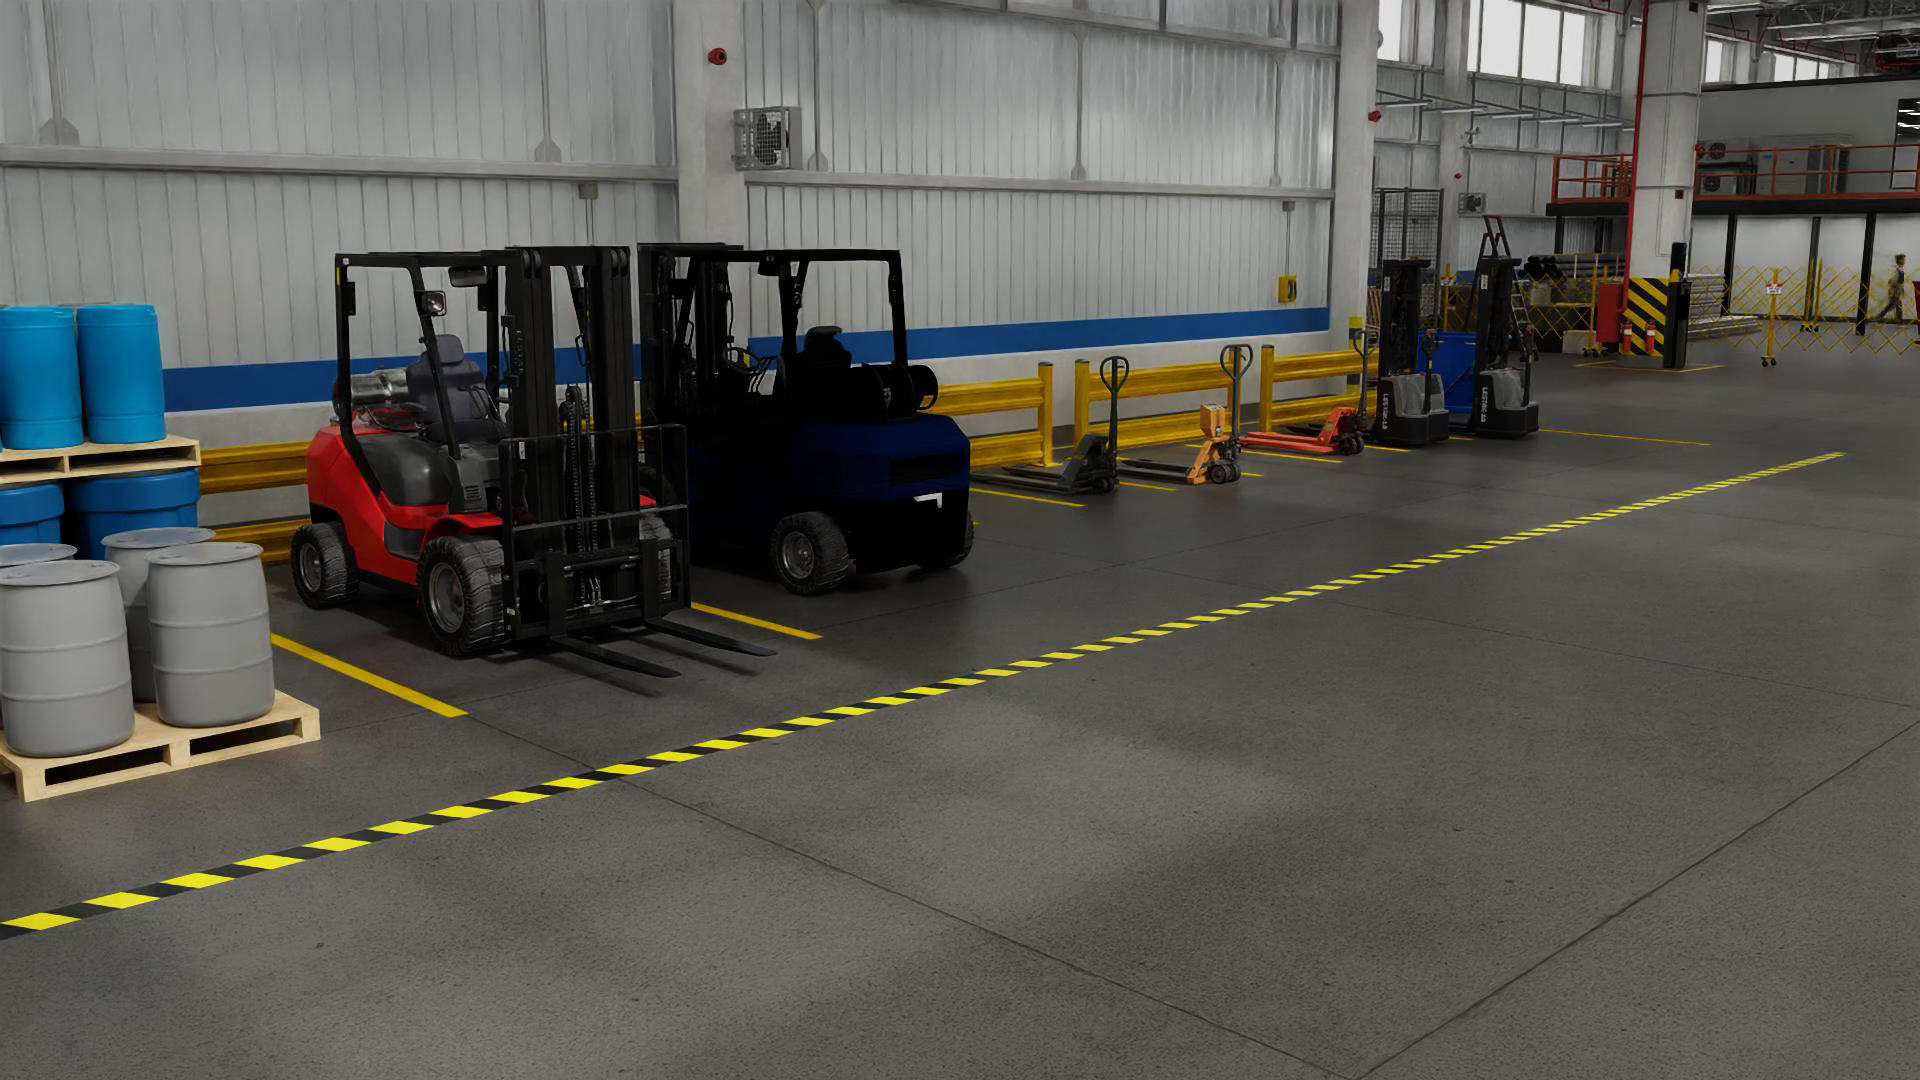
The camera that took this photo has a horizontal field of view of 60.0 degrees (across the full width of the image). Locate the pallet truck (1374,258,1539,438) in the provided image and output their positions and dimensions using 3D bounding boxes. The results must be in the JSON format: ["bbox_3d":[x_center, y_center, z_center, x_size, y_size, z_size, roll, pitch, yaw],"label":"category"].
[{"bbox_3d":[5.704,-2.208,18.901,1.885,1.965,0.823,10,14,43],"label":"pallet truck"}]

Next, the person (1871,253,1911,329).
[{"bbox_3d":[22.424,-5.978,39.978,0.518,1.823,0.884,-10,14,-43],"label":"person"}]

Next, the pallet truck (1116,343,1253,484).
[{"bbox_3d":[1.962,-1.215,15.415,1.522,1.261,0.704,10,14,43],"label":"pallet truck"}]

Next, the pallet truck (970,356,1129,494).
[{"bbox_3d":[0.784,-1.085,14.876,0.680,1.201,1.601,-10,14,-44],"label":"pallet truck"}]

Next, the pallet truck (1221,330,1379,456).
[{"bbox_3d":[3.563,-1.581,17.381,0.653,1.274,1.630,-10,14,-44],"label":"pallet truck"}]

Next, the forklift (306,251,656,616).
[{"bbox_3d":[-2.833,-0.669,9.694,1.157,1.987,2.680,-10,14,-44],"label":"forklift"}]

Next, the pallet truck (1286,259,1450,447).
[{"bbox_3d":[4.493,-2.078,18.196,0.823,1.965,1.885,-9,14,-40],"label":"pallet truck"}]

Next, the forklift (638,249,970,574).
[{"bbox_3d":[-1.173,-0.958,11.239,2.680,1.987,1.157,10,14,43],"label":"forklift"}]
